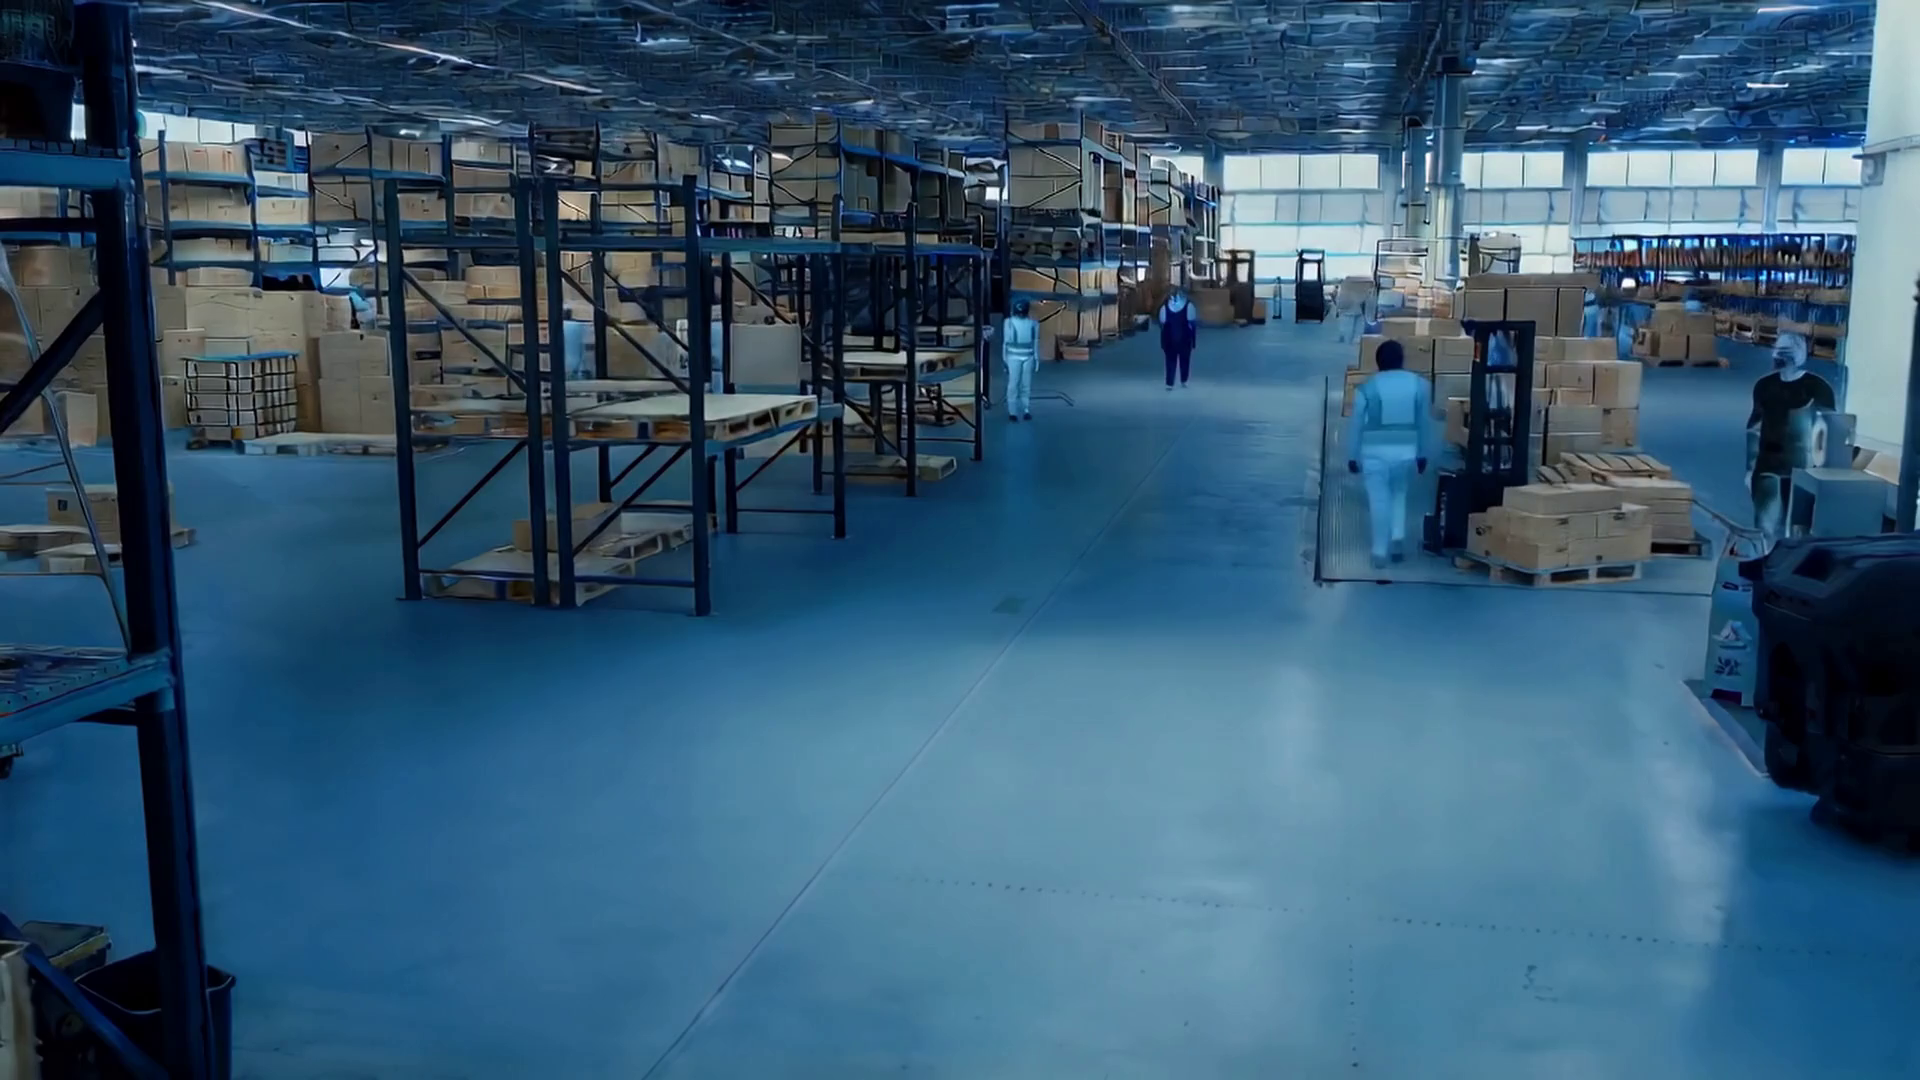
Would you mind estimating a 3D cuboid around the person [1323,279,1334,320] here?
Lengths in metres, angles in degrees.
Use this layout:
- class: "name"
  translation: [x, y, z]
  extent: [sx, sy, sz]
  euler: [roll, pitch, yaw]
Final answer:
- class: "person"
  translation: [14.978, -9.823, 67.905]
  extent: [0.541, 1.681, 0.496]
  euler: [-2, 10, -9]

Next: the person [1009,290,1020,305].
- class: "person"
  translation: [2.051, -9.134, 64.086]
  extent: [0.840, 1.585, 0.510]
  euler: [-7, 12, -35]

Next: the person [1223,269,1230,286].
- class: "person"
  translation: [14.813, -13.891, 91.320]
  extent: [0.730, 1.926, 1.015]
  euler: [-5, 11, -25]

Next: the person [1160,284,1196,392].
- class: "person"
  translation: [4.102, -3.830, 31.368]
  extent: [0.692, 2.000, 0.746]
  euler: [2, 10, 10]

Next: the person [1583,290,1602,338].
- class: "person"
  translation: [12.784, -4.131, 33.735]
  extent: [0.409, 1.846, 0.579]
  euler: [-1, 10, -7]

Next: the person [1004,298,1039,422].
- class: "person"
  translation: [0.940, -2.747, 25.418]
  extent: [0.576, 1.883, 0.352]
  euler: [-5, 11, -26]

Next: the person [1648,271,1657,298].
- class: "person"
  translation: [33.336, -12.037, 80.382]
  extent: [0.918, 1.909, 0.626]
  euler: [0, 10, 1]

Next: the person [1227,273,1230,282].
- class: "person"
  translation: [14.194, -13.138, 87.400]
  extent: [0.522, 1.733, 0.828]
  euler: [2, 10, 12]

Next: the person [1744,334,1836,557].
- class: "person"
  translation: [5.955, -0.510, 12.011]
  extent: [0.378, 1.940, 0.629]
  euler: [-5, 11, -27]

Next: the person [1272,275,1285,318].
- class: "person"
  translation: [13.424, -10.276, 70.229]
  extent: [0.422, 1.816, 0.585]
  euler: [-8, 13, -40]

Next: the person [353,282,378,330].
- class: "person"
  translation: [-14.820, -5.472, 41.487]
  extent: [0.587, 1.911, 0.397]
  euler: [-4, 10, -24]

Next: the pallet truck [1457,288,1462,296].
- class: "pallet truck"
  translation: [20.506, -9.785, 68.819]
  extent: [0.653, 1.274, 1.630]
  euler: [2, 10, 12]

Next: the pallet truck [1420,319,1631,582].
- class: "pallet truck"
  translation: [4.543, -0.757, 13.299]
  extent: [0.823, 1.965, 1.885]
  euler: [-4, 10, -22]

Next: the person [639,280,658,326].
- class: "person"
  translation: [-7.736, -5.526, 41.643]
  extent: [0.874, 1.967, 0.610]
  euler: [9, 13, 41]

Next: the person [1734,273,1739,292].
- class: "person"
  translation: [37.835, -12.097, 80.951]
  extent: [0.735, 1.818, 0.604]
  euler: [4, 11, 24]

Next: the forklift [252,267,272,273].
- class: "forklift"
  translation: [-24.545, -8.883, 58.807]
  extent: [1.129, 2.768, 1.873]
  euler: [2, 10, 12]

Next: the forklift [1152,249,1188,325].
- class: "forklift"
  translation: [7.484, -9.325, 61.427]
  extent: [1.873, 2.768, 1.129]
  euler: [2, 10, 11]

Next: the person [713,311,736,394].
- class: "person"
  translation: [-4.098, -3.215, 28.965]
  extent: [0.522, 1.615, 0.630]
  euler: [4, 10, 22]

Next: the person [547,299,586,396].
- class: "person"
  translation: [-5.764, -2.556, 24.261]
  extent: [0.604, 1.893, 0.867]
  euler: [-6, 11, -32]

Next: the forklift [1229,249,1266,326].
- class: "forklift"
  translation: [10.399, -9.301, 61.285]
  extent: [1.129, 2.768, 1.873]
  euler: [8, 12, 39]

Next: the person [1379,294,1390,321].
- class: "person"
  translation: [9.822, -4.891, 38.702]
  extent: [0.637, 1.666, 0.545]
  euler: [1, 10, 7]

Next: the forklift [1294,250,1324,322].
- class: "forklift"
  translation: [13.778, -10.002, 65.433]
  extent: [1.129, 2.768, 1.873]
  euler: [2, 10, 12]

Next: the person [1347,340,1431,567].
- class: "person"
  translation: [3.437, -0.693, 13.415]
  extent: [0.659, 1.826, 0.482]
  euler: [-1, 10, -6]

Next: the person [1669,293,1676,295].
- class: "person"
  translation: [34.614, -12.042, 80.609]
  extent: [0.404, 1.833, 0.590]
  euler: [-5, 11, -25]

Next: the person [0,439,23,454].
- class: "person"
  translation: [-12.514, -2.002, 21.020]
  extent: [1.032, 1.878, 0.651]
  euler: [0, 10, 2]

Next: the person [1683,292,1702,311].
- class: "person"
  translation: [19.872, -5.930, 45.137]
  extent: [0.517, 1.591, 0.857]
  euler: [1, 10, 7]
